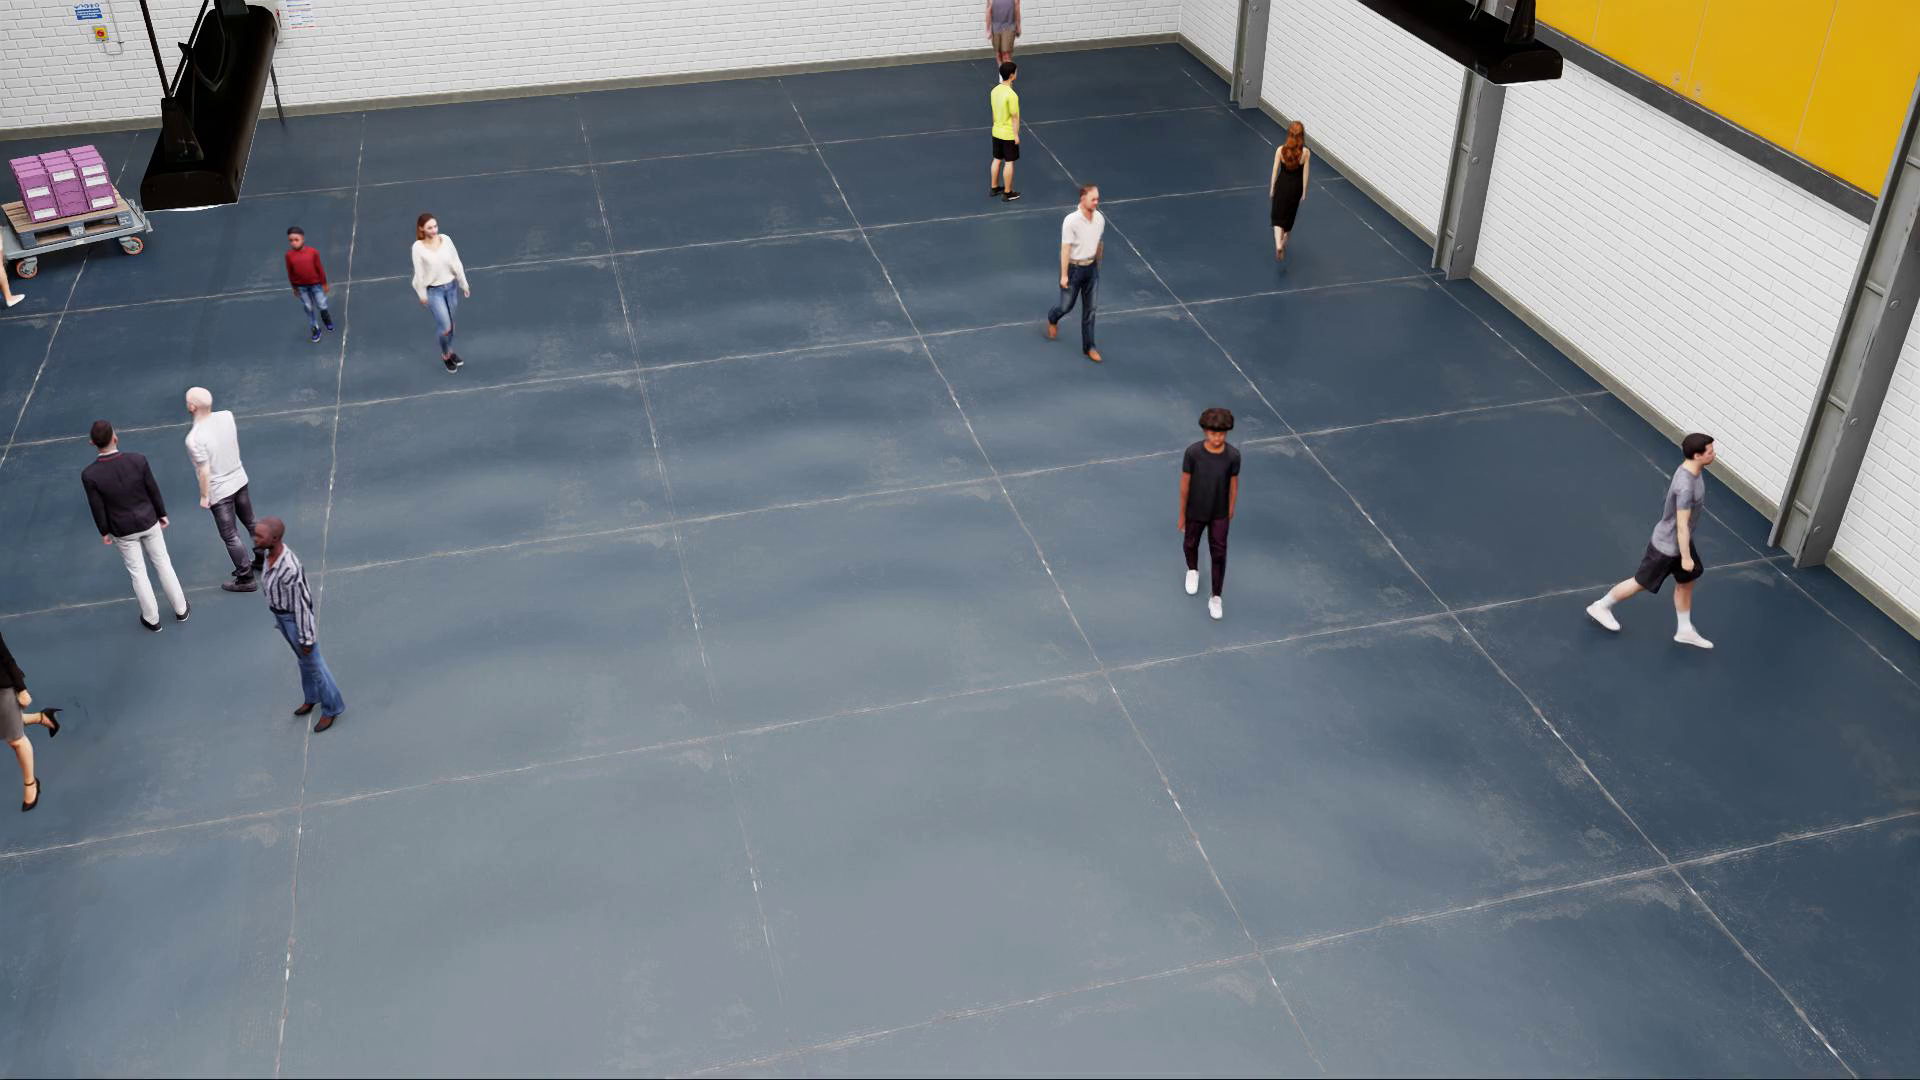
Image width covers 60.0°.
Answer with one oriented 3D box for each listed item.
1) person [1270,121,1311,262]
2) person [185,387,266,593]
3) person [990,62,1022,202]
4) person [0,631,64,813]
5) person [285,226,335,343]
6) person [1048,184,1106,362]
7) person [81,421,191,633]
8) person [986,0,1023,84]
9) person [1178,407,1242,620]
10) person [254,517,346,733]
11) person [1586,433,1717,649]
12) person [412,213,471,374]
[{"bbox_3d":[3.760,-3.953,19.011,0.791,1.600,1.014,5,34,7],"label":"person"},{"bbox_3d":[-5.961,-0.428,13.498,0.812,1.832,0.700,8,35,12],"label":"person"},{"bbox_3d":[0.559,-5.057,20.576,0.738,1.706,0.596,-23,40,-30],"label":"person"},{"bbox_3d":[-6.520,0.995,11.365,0.816,1.824,1.056,2,34,3],"label":"person"},{"bbox_3d":[-6.843,-2.729,17.487,0.523,1.248,0.551,-8,34,-11],"label":"person"},{"bbox_3d":[1.184,-2.788,17.044,0.818,1.837,1.100,-16,37,-22],"label":"person"},{"bbox_3d":[-6.459,-0.105,13.008,0.723,1.838,0.673,-20,39,-27],"label":"person"},{"bbox_3d":[0.639,-7.366,23.887,1.002,1.792,1.307,3,34,4],"label":"person"},{"bbox_3d":[1.983,-0.320,13.398,0.832,1.763,1.023,5,34,7],"label":"person"},{"bbox_3d":[-4.784,0.587,12.004,0.759,1.795,0.630,-26,42,-34],"label":"person"},{"bbox_3d":[5.396,-0.008,12.859,1.264,1.841,1.149,21,39,28],"label":"person"},{"bbox_3d":[-5.285,-2.525,16.795,0.773,1.675,0.744,27,42,35],"label":"person"}]
